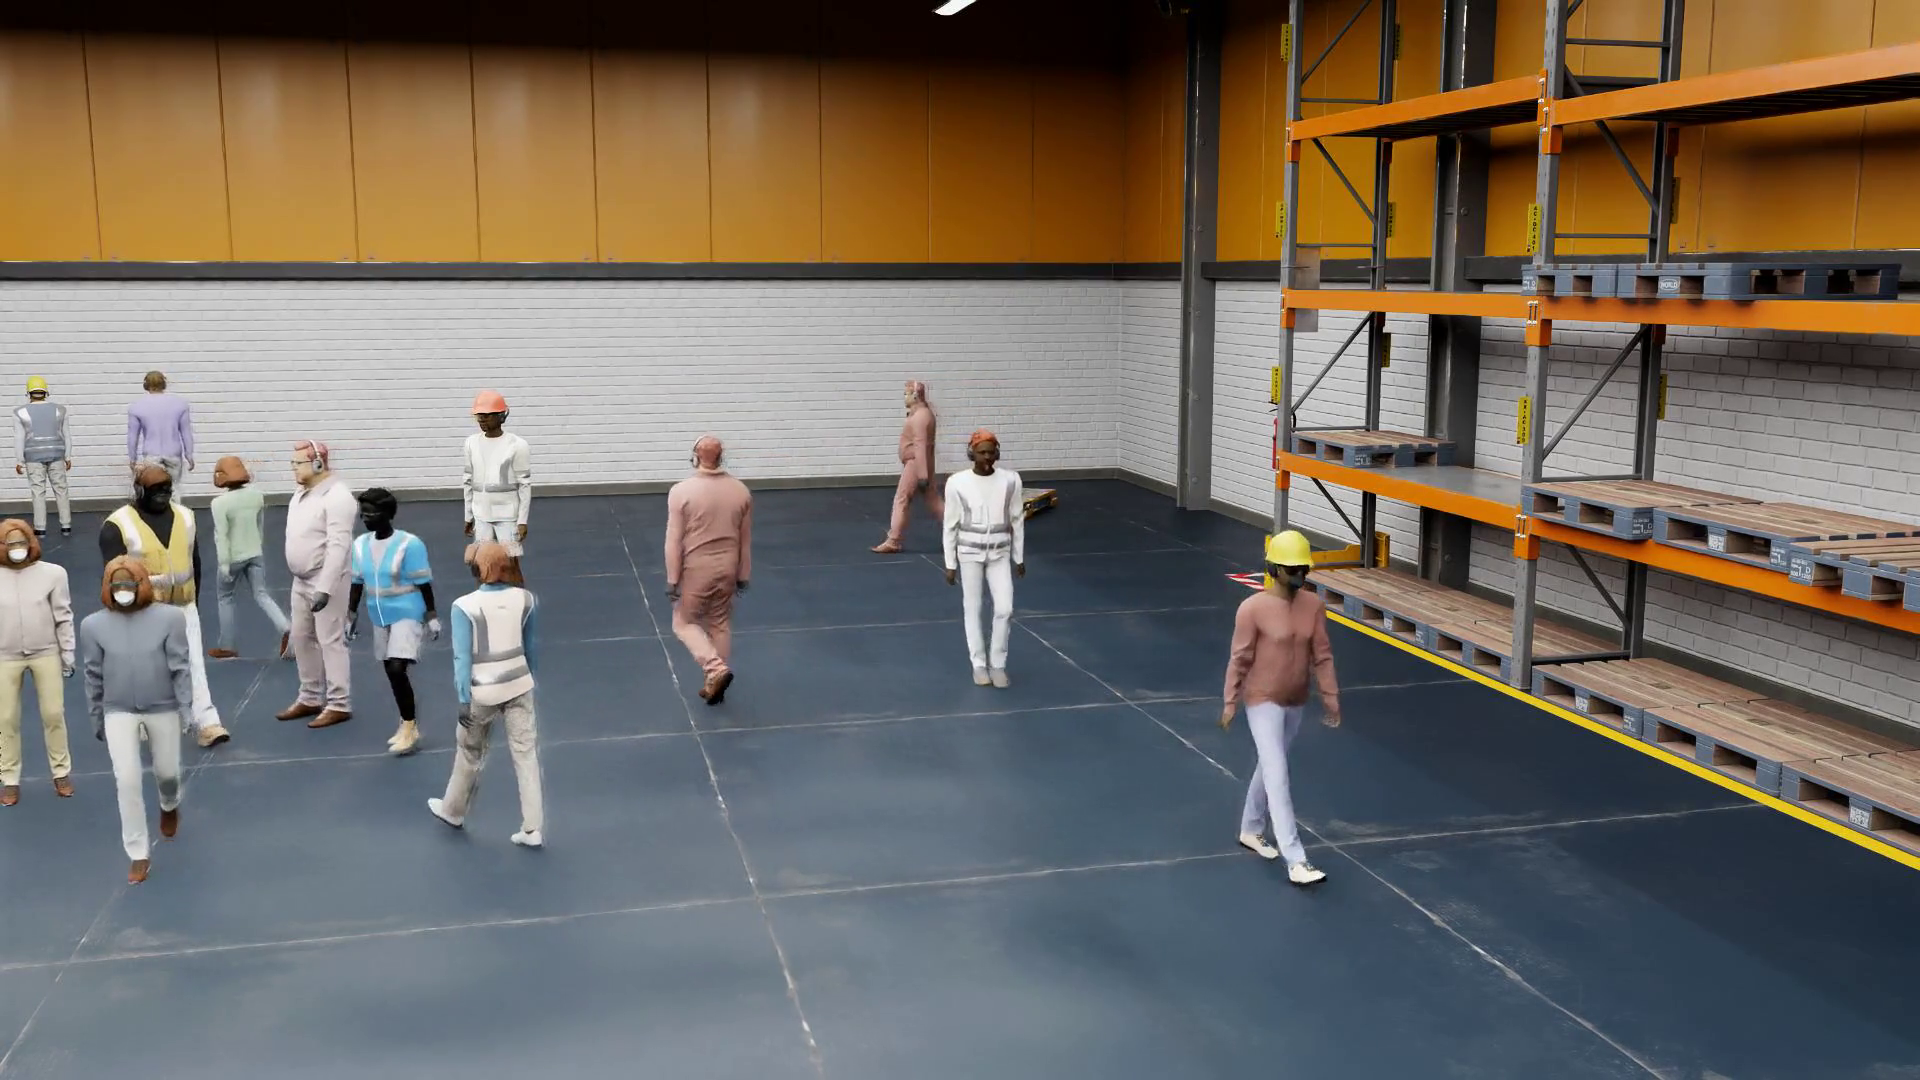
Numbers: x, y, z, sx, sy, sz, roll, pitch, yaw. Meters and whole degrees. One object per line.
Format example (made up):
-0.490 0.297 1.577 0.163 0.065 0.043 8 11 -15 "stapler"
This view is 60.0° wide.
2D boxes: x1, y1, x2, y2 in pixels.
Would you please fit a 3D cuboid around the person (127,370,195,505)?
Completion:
-8.958 -0.940 18.609 0.658 1.905 0.861 -6 11 -35 "person"

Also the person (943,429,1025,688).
0.189 0.149 11.921 0.615 1.865 0.602 -1 9 -9 "person"

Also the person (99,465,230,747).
-5.026 0.427 10.448 0.961 1.789 0.655 7 12 38 "person"

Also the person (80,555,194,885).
-4.114 0.848 8.368 0.494 1.607 0.698 -4 10 -22 "person"

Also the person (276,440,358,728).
-4.247 0.285 10.993 0.663 1.902 0.445 8 12 39 "person"

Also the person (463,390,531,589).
-3.795 -0.204 13.581 0.605 2.045 0.379 3 10 18 "person"

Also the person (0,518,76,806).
-5.271 0.679 9.388 0.509 1.628 0.283 -5 11 -31 "person"

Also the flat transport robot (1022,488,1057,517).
0.726 -0.487 20.869 0.652 0.197 1.431 3 10 18 "flat transport robot"

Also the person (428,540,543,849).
-2.477 0.791 8.732 0.842 1.592 0.547 8 12 41 "person"

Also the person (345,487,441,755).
-3.537 0.503 10.314 0.594 1.669 0.590 4 10 22 "person"

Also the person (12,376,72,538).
-10.371 -0.938 18.818 0.587 1.835 0.404 -8 12 -41 "person"

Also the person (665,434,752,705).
-1.704 0.223 11.396 0.659 1.886 0.544 -8 12 -40 "person"

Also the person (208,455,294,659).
-5.486 0.142 12.775 0.749 1.608 0.496 5 10 28 "person"

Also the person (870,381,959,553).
-0.411 -0.773 17.723 0.994 1.861 0.642 2 9 11 "person"

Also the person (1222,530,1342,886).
1.626 0.816 8.205 0.565 1.724 0.882 -5 10 -29 "person"
